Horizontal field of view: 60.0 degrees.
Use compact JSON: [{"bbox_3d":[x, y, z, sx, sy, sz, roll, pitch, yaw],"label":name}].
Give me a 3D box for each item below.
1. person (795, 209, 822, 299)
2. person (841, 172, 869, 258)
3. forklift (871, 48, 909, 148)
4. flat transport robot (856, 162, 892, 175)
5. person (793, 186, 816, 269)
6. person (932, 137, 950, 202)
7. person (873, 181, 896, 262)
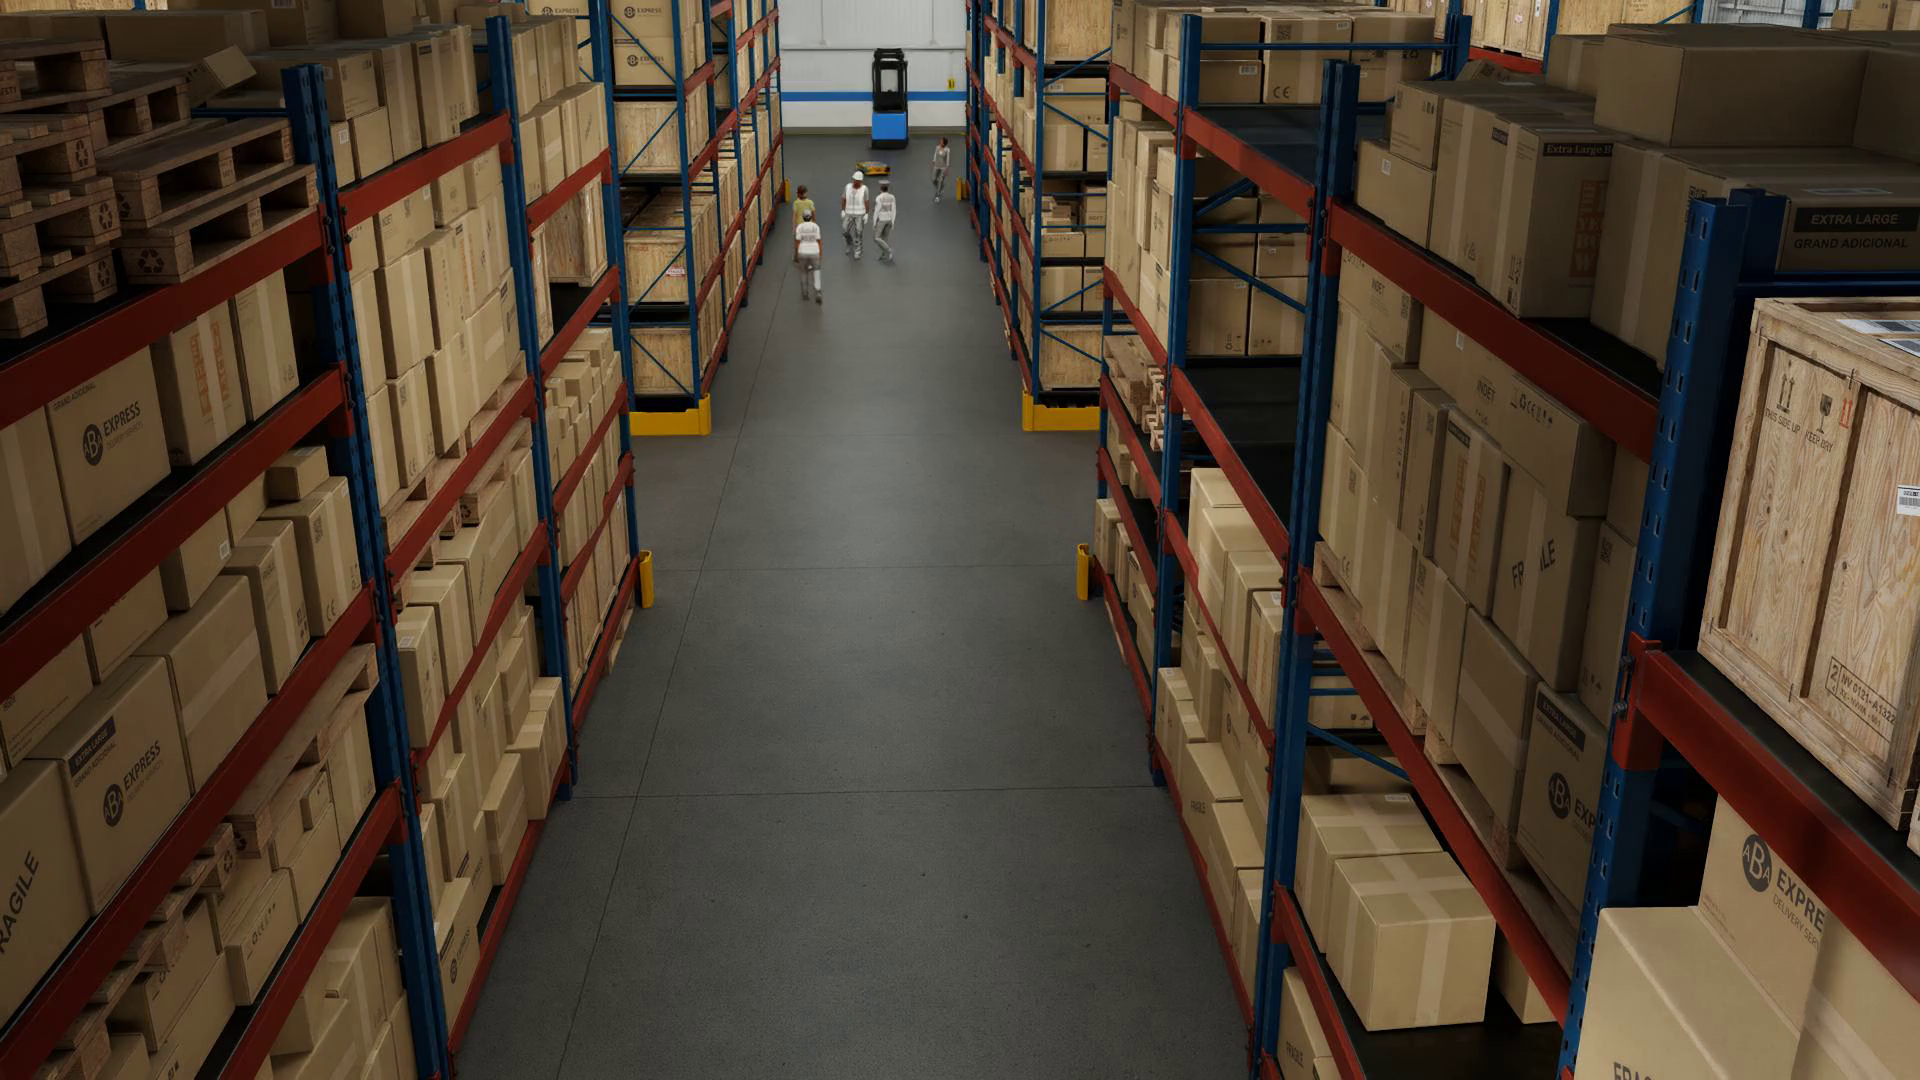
[{"bbox_3d":[-2.804,-5.293,30.800,0.476,1.670,0.533,-3,21,-8],"label":"person"},{"bbox_3d":[-2.170,-6.757,34.547,0.592,1.777,0.548,3,21,7],"label":"person"},{"bbox_3d":[-2.189,-13.939,52.189,1.121,2.941,3.031,0,20,0],"label":"forklift"},{"bbox_3d":[-2.415,-10.391,46.574,0.659,0.259,1.431,-6,21,-16],"label":"flat transport robot"},{"bbox_3d":[-3.146,-6.330,33.554,0.471,1.655,0.837,-3,21,-8],"label":"person"},{"bbox_3d":[-0.464,-9.305,41.670,0.456,1.581,0.571,5,21,13],"label":"person"},{"bbox_3d":[-1.557,-6.510,34.087,0.502,1.671,0.697,-17,26,-38],"label":"person"}]
